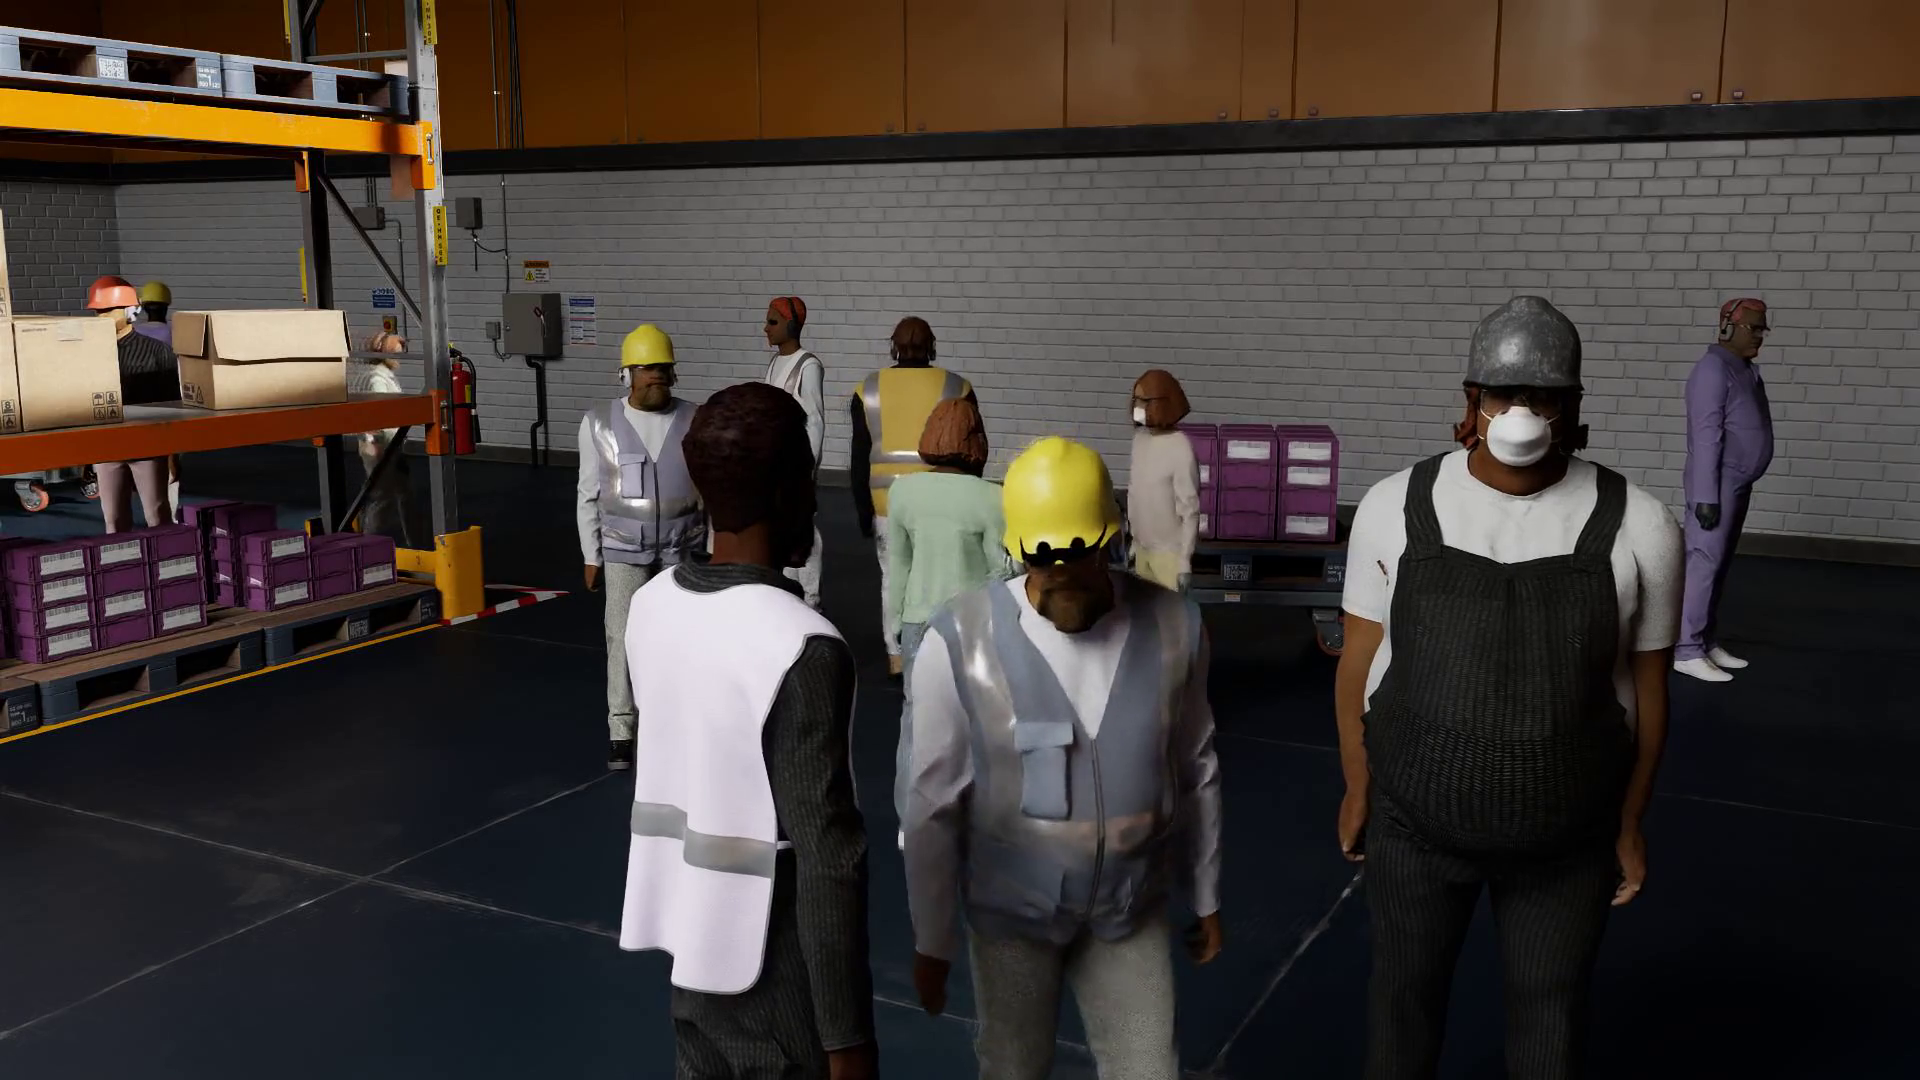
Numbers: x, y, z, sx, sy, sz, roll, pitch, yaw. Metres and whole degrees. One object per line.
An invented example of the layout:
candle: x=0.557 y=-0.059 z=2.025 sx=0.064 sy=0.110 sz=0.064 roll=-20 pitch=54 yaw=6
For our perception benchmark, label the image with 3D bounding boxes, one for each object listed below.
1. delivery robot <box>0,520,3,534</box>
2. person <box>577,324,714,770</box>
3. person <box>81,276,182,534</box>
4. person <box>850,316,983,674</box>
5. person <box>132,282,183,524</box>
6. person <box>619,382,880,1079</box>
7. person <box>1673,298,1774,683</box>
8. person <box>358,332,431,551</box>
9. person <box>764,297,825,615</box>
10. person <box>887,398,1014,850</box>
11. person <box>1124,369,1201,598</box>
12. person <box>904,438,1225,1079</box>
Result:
delivery robot: x=-6.408 y=0.013 z=10.424 sx=0.707 sy=0.478 sz=0.477 roll=-6 pitch=11 yaw=-31
person: x=-1.275 y=0.031 z=6.885 sx=0.597 sy=1.836 sz=0.404 roll=-3 pitch=10 yaw=-18
person: x=-4.795 y=-0.517 z=9.596 sx=0.617 sy=1.993 sz=0.396 roll=1 pitch=10 yaw=3
person: x=-0.195 y=-0.188 z=8.219 sx=0.617 sy=1.812 sz=0.735 roll=2 pitch=10 yaw=9
person: x=-6.208 y=-1.053 z=12.986 sx=0.609 sy=1.889 sz=0.853 roll=-3 pitch=10 yaw=-17
person: x=-0.346 y=0.698 z=2.783 sx=0.385 sy=1.921 sz=0.596 roll=-8 pitch=12 yaw=-38
person: x=3.849 y=-0.254 z=8.348 sx=0.399 sy=1.903 sz=0.644 roll=8 pitch=12 yaw=38
person: x=-3.701 y=-0.563 z=10.975 sx=0.639 sy=1.613 sz=0.570 roll=-2 pitch=10 yaw=-11
person: x=-0.955 y=-0.418 z=9.354 sx=0.356 sy=1.883 sz=0.573 roll=-6 pitch=11 yaw=-31
person: x=-0.036 y=0.313 z=5.876 sx=0.497 sy=1.626 sz=0.288 roll=5 pitch=11 yaw=26
person: x=0.879 y=0.055 z=7.352 sx=0.288 sy=1.629 sz=0.501 roll=-4 pitch=11 yaw=-23
person: x=0.224 y=0.698 z=3.134 sx=0.648 sy=1.793 sz=0.684 roll=-2 pitch=10 yaw=-13
